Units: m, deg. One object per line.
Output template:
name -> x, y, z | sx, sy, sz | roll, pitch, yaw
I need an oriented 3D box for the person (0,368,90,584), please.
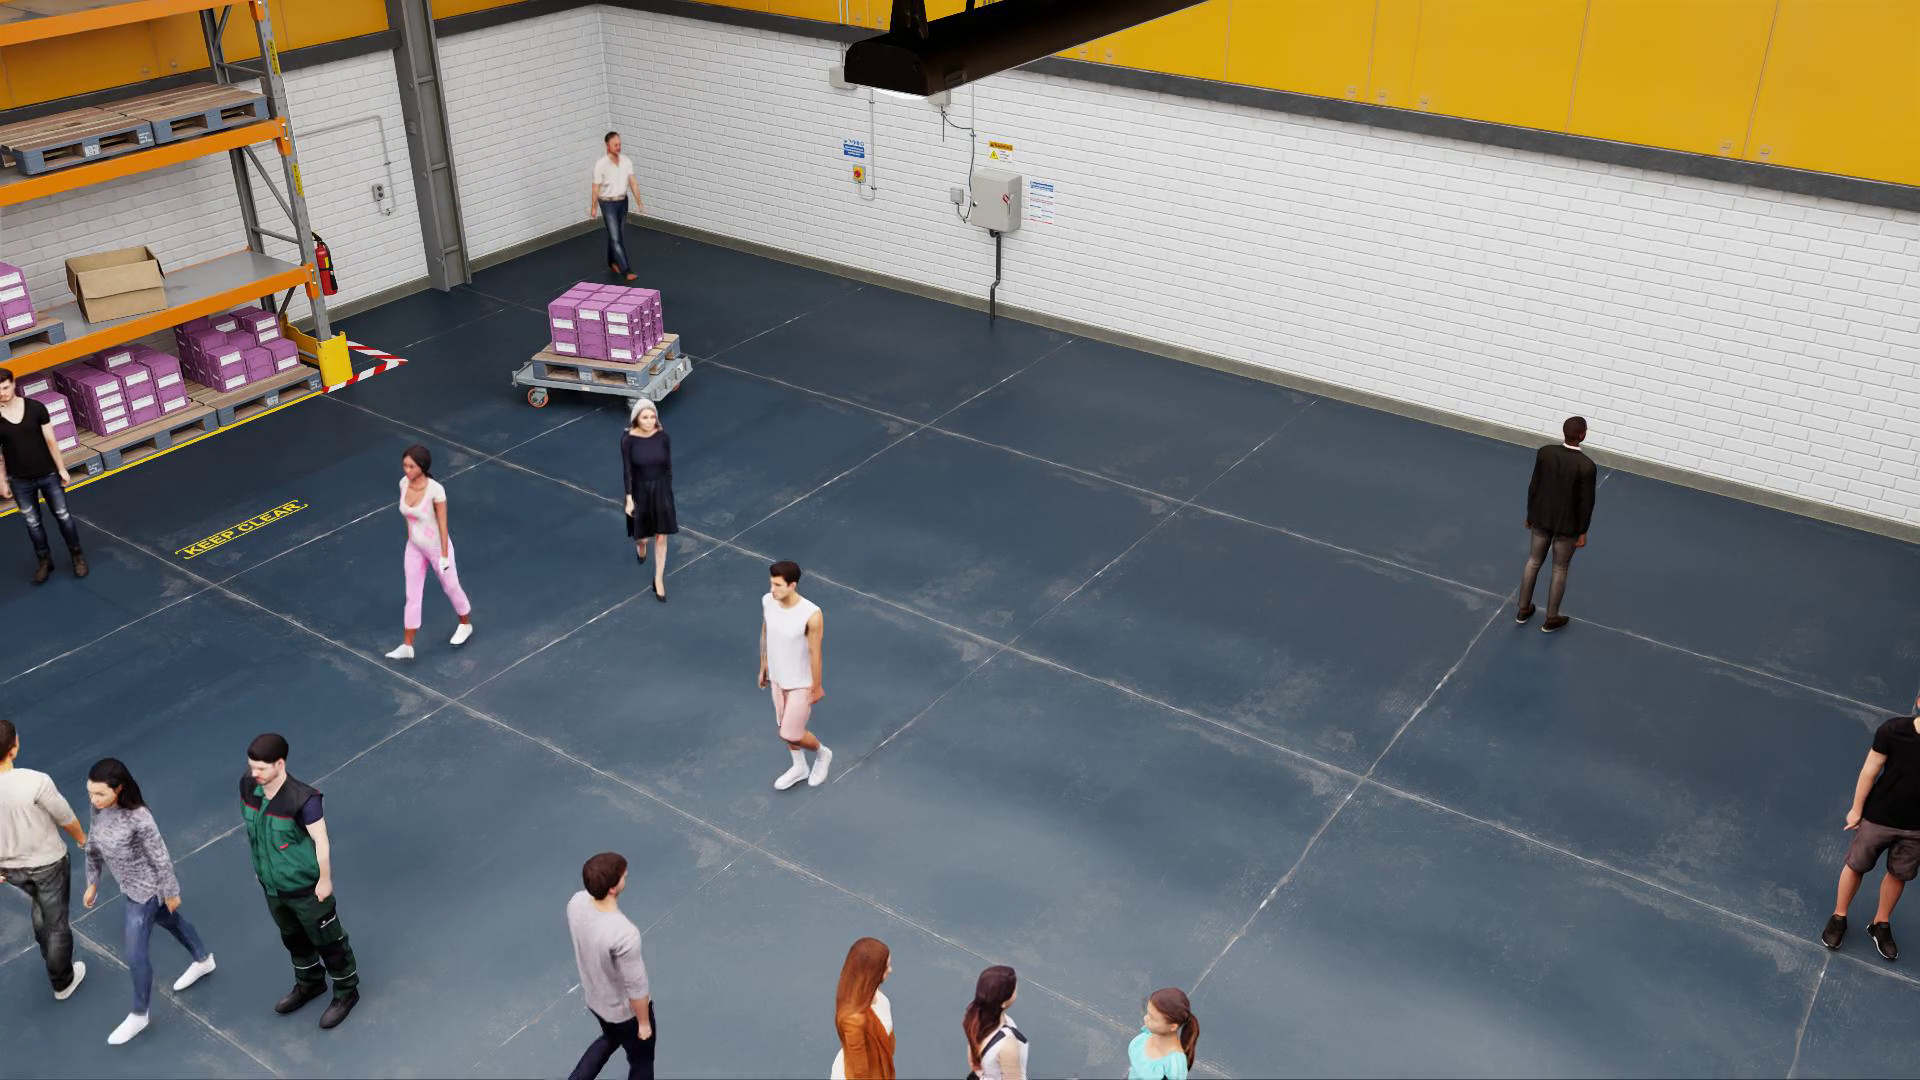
person -> -7.613, -0.550, 13.644 | 0.681, 1.890, 0.815 | -13, 31, -23

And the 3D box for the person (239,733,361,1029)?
person -> -3.681, 1.855, 9.223 | 0.713, 1.901, 0.646 | 12, 31, 20

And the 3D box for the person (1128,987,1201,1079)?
person -> 0.946, 2.741, 7.957 | 0.708, 1.558, 0.650 | -6, 29, -10

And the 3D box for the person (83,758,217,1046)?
person -> -4.517, 1.891, 9.369 | 0.627, 1.699, 0.953 | 19, 34, 31

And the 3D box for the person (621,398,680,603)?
person -> -2.533, -0.358, 13.454 | 0.900, 1.735, 0.905 | -12, 31, -21

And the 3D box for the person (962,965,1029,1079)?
person -> 0.157, 2.696, 7.947 | 0.623, 1.648, 0.619 | -16, 33, -27

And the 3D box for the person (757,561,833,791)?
person -> -1.049, 0.882, 11.142 | 0.696, 1.773, 0.750 | 25, 37, 38

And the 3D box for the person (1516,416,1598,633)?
person -> 4.655, -0.137, 12.982 | 0.696, 1.799, 0.602 | 25, 38, 38

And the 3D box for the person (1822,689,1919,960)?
person -> 5.501, 1.598, 9.736 | 0.732, 1.862, 0.686 | 9, 30, 16

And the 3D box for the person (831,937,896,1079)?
person -> -0.490, 2.611, 8.036 | 0.776, 1.712, 0.708 | -4, 29, -6

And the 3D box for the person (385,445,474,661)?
person -> -3.988, 0.048, 12.728 | 0.738, 1.719, 1.038 | 12, 31, 22

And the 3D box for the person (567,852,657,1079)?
person -> -1.803, 2.356, 8.379 | 0.748, 1.831, 0.948 | 25, 37, 38

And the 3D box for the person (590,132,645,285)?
person -> -4.234, -4.052, 20.159 | 1.226, 1.800, 1.000 | -21, 35, -33

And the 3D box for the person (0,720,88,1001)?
person -> -5.229, 1.863, 9.328 | 0.791, 1.788, 0.840 | -2, 29, -4
